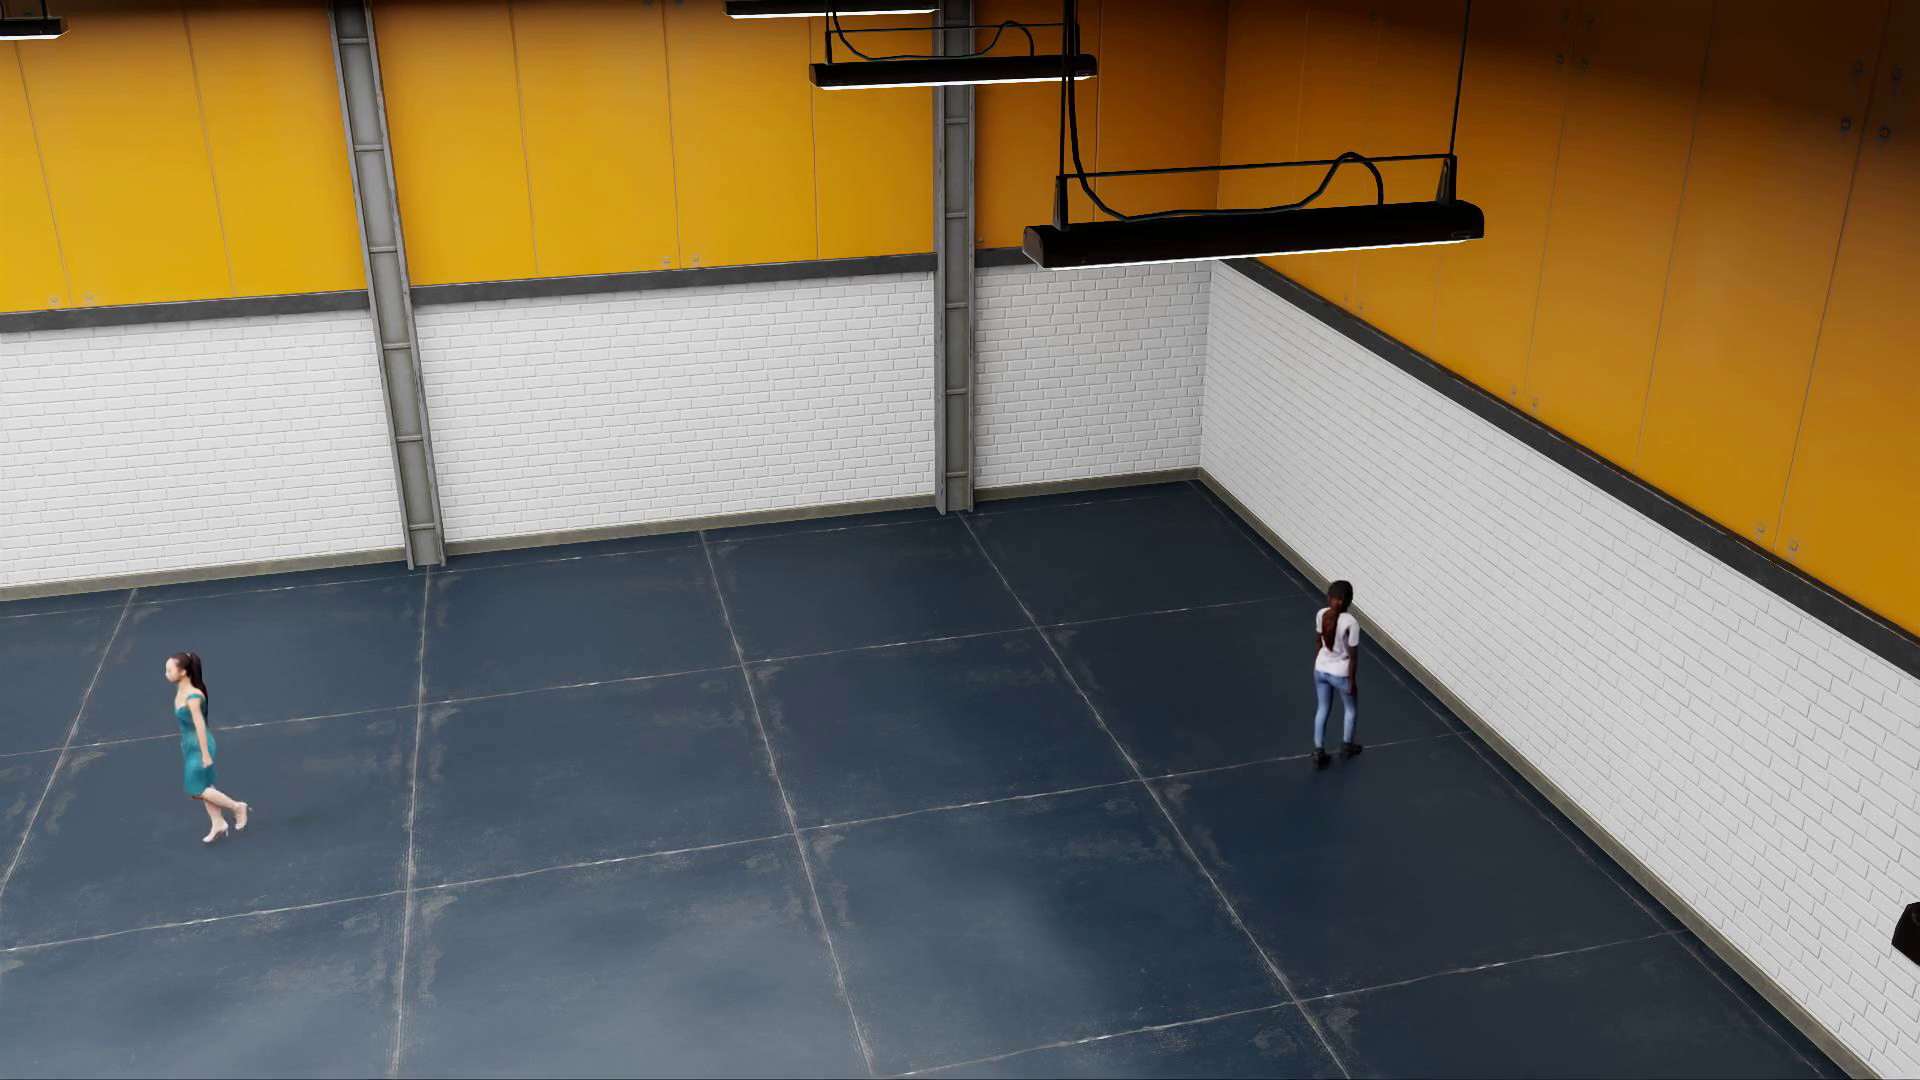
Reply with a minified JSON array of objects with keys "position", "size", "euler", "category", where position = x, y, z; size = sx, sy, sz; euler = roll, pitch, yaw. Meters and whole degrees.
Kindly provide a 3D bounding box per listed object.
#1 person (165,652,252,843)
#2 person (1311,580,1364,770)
[{"position":[-5.890,1.621,13.063],"size":[0.758,1.676,0.671],"euler":[-16,28,-32],"category":"person"},{"position":[3.127,1.160,14.069],"size":[0.898,1.715,0.811],"euler":[-21,31,-40],"category":"person"}]
